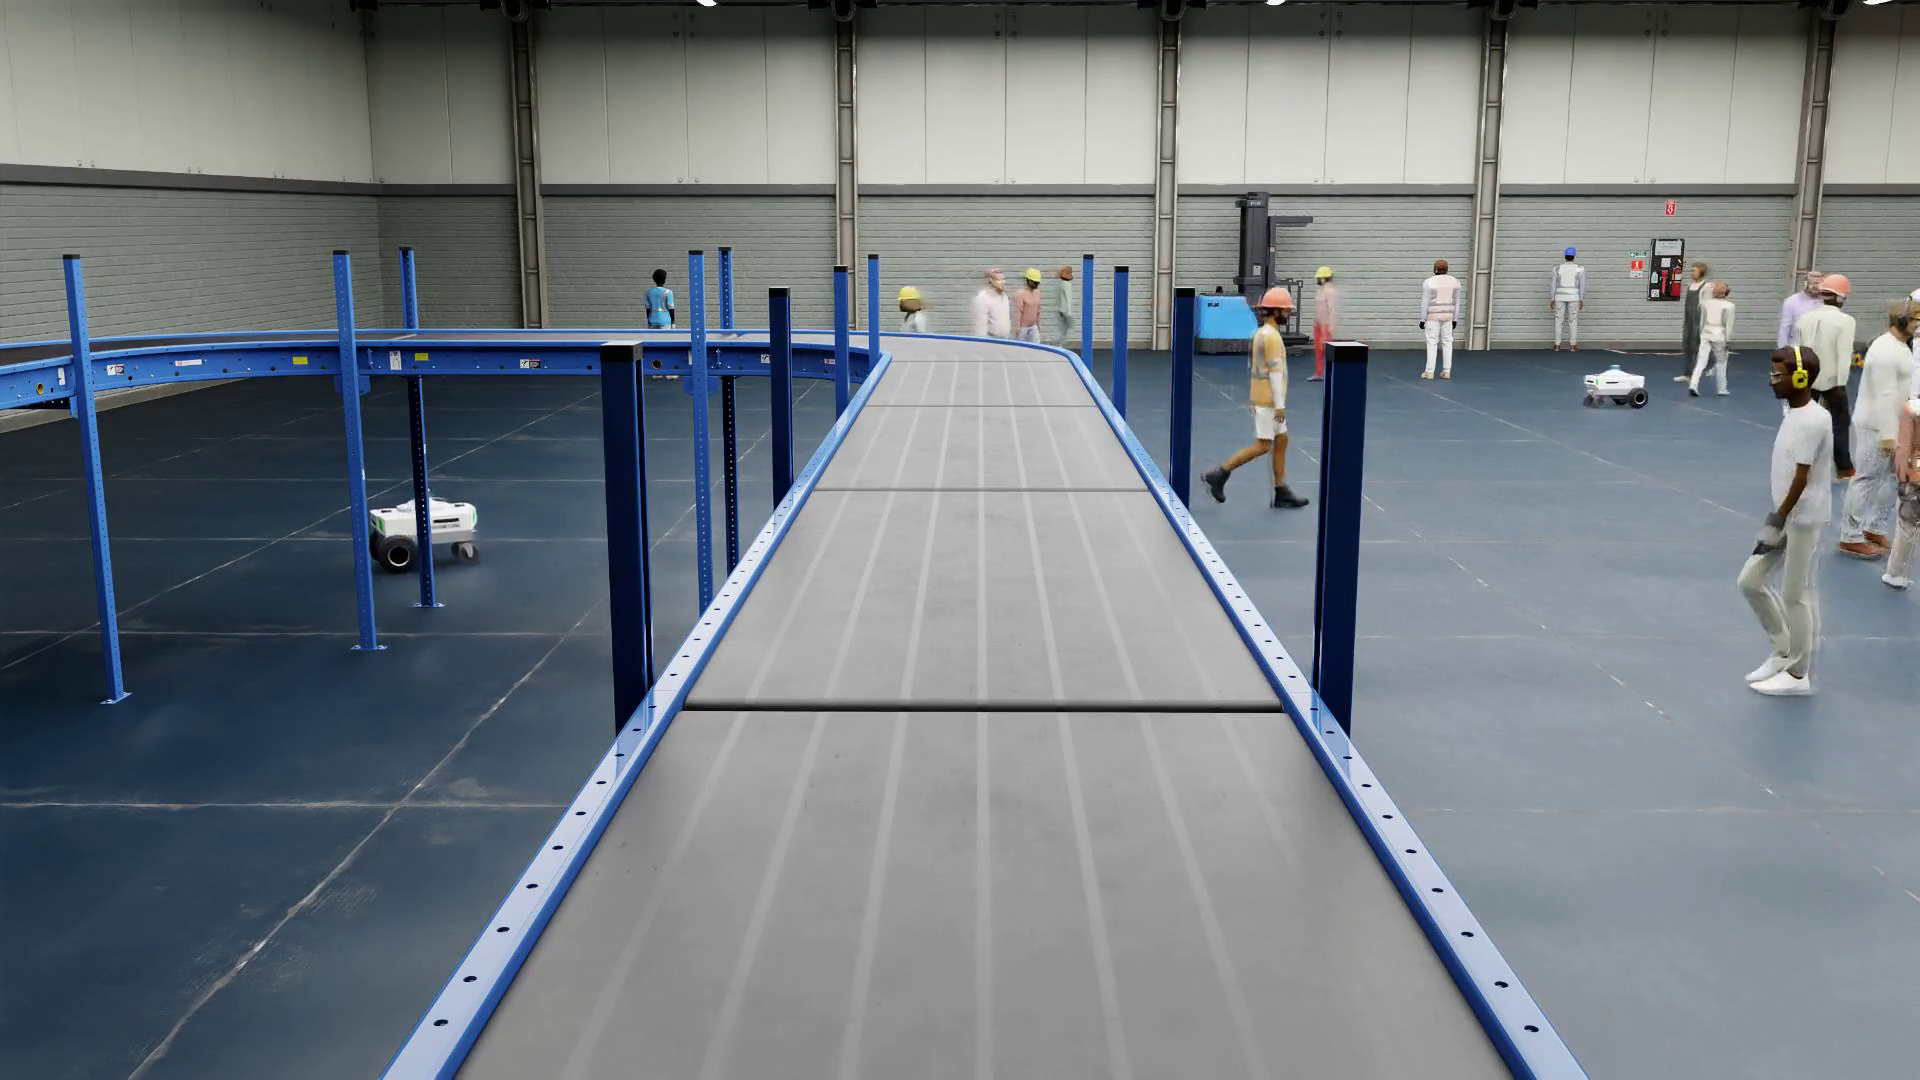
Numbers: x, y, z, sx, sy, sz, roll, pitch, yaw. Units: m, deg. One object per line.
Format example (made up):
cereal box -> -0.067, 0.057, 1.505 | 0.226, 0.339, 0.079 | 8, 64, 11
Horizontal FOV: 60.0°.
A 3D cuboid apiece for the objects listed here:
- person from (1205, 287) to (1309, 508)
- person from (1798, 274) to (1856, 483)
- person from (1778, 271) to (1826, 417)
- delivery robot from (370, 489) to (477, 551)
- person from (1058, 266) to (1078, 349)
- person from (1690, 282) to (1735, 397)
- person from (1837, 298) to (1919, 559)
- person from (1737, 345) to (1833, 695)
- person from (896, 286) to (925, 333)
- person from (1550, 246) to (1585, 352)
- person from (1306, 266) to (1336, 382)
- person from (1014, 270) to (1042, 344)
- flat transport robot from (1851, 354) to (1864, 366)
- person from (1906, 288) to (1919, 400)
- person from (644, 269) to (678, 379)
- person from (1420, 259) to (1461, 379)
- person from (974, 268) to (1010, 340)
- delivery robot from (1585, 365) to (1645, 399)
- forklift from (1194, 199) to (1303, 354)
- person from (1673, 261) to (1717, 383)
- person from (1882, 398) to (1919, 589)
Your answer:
person -> 2.592, -1.225, 14.366 | 0.846, 1.915, 0.549 | 1, 11, 7
person -> 8.221, -1.508, 15.687 | 0.921, 1.954, 0.648 | -5, 12, -24
person -> 10.337, -2.357, 20.314 | 0.646, 1.867, 0.927 | 3, 11, 17
delivery robot -> -3.888, -0.127, 12.074 | 0.707, 0.478, 0.477 | -6, 13, -28
person -> 1.926, -4.075, 29.721 | 0.341, 1.620, 0.520 | -3, 11, -13
person -> 10.559, -2.809, 23.345 | 0.851, 1.603, 0.533 | -8, 14, -37
person -> 6.789, -0.804, 12.158 | 0.558, 1.918, 0.653 | 9, 14, 40
person -> 4.325, -0.088, 8.701 | 0.464, 1.846, 0.488 | 1, 11, 7
person -> -0.633, -1.962, 18.620 | 0.606, 1.727, 0.519 | -4, 12, -20
person -> 11.349, -4.501, 31.094 | 0.605, 1.949, 0.402 | 5, 12, 23
person -> 5.604, -3.305, 25.451 | 0.490, 1.753, 0.531 | -2, 11, -13
person -> 1.050, -3.199, 25.015 | 0.614, 1.705, 0.897 | -10, 15, -42
flat transport robot -> 14.512, -3.030, 27.967 | 1.431, 0.197, 0.652 | -4, 12, -19
person -> 12.887, -2.684, 22.051 | 0.621, 1.838, 0.429 | 9, 14, 39
person -> -4.637, -3.351, 25.829 | 0.541, 1.696, 0.316 | 5, 12, 26
person -> 7.456, -3.441, 25.925 | 0.625, 1.843, 0.430 | -2, 11, -9
person -> 0.362, -2.522, 21.148 | 0.937, 1.871, 0.654 | 8, 14, 36
delivery robot -> 8.710, -2.084, 22.135 | 0.707, 0.478, 0.477 | -1, 11, -7
forklift -> 5.313, -4.851, 30.603 | 1.873, 2.768, 1.129 | 0, 11, 1
person -> 11.208, -3.307, 25.253 | 0.586, 1.830, 0.507 | -2, 11, -12
person -> 6.416, -0.401, 10.933 | 0.514, 1.595, 0.864 | 3, 11, 14
